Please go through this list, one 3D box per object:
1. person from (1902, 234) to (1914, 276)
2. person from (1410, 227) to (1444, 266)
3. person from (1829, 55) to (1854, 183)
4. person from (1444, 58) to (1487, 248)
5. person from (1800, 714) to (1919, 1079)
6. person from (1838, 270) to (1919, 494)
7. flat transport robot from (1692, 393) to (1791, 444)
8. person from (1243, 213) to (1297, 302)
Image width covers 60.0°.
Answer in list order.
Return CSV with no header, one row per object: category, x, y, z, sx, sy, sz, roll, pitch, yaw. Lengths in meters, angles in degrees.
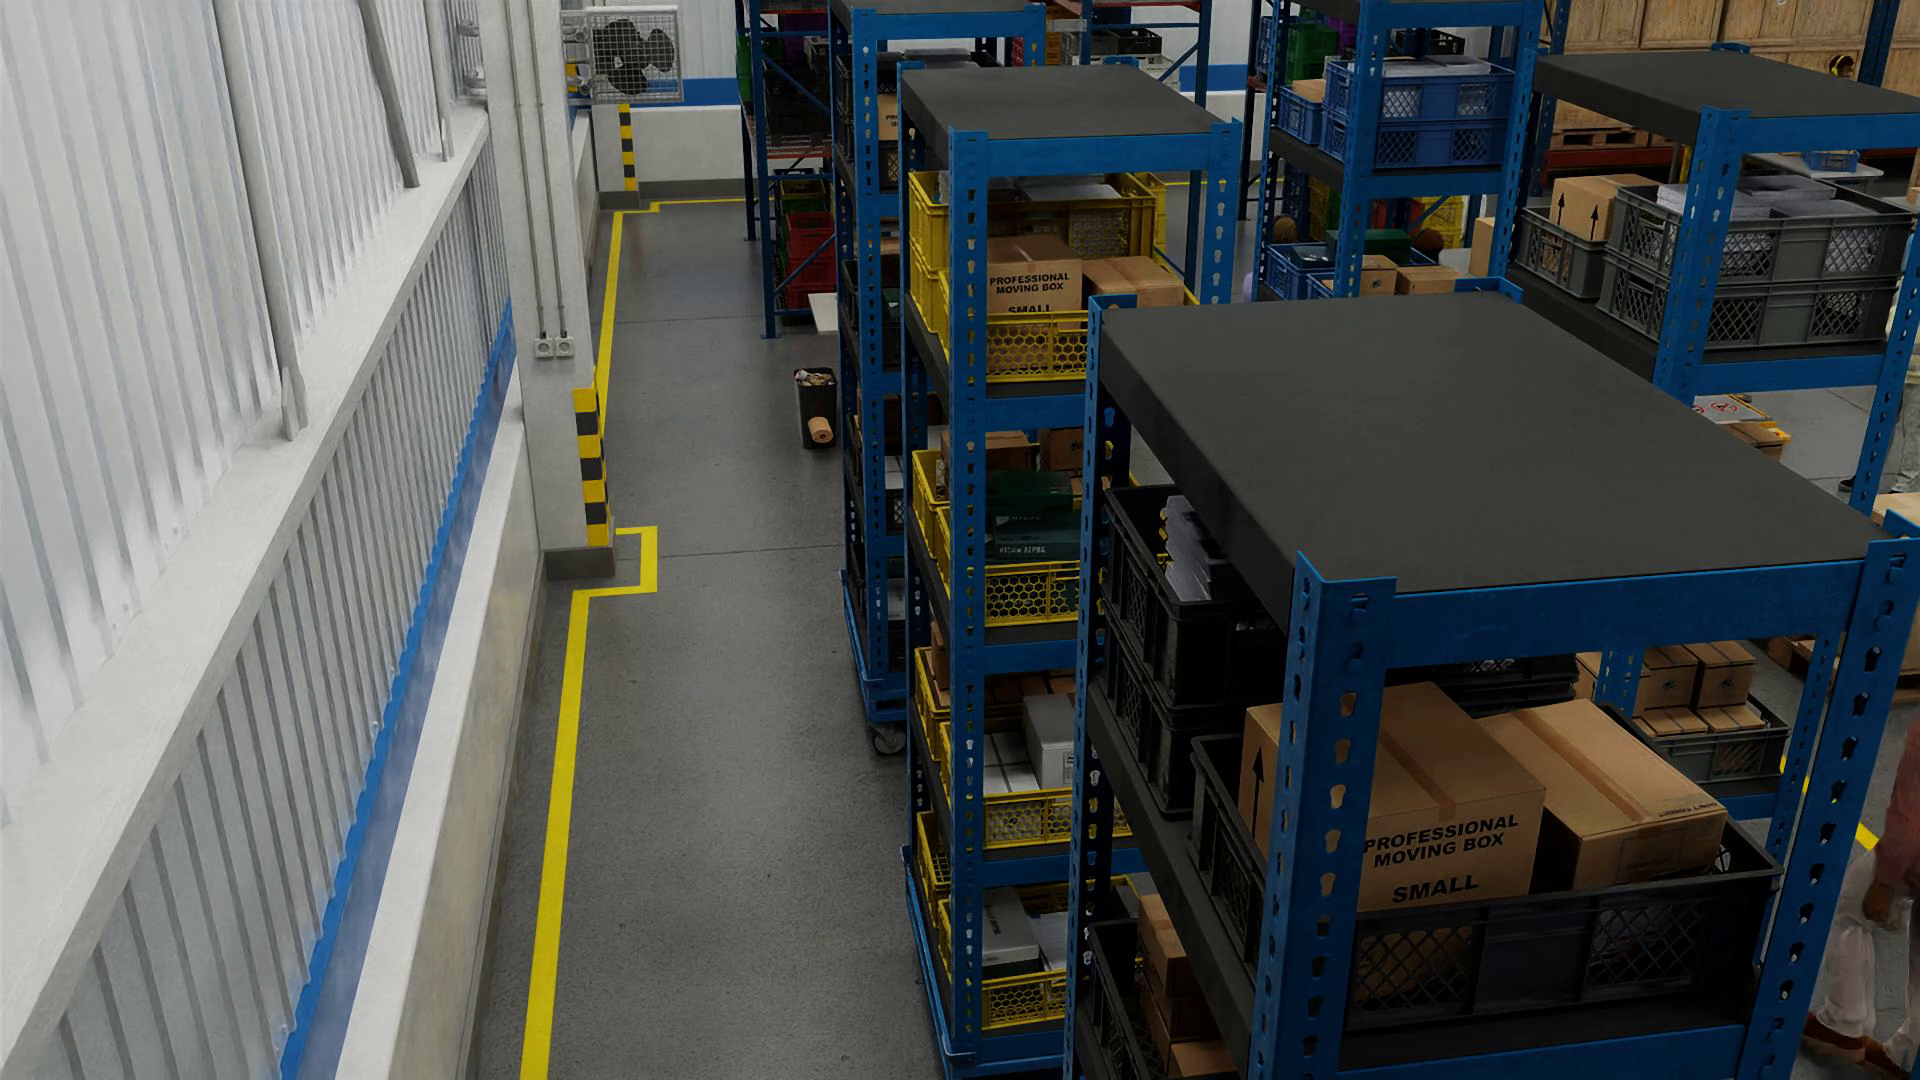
person,7.242,-1.759,12.393,0.533,1.697,0.322,7,26,16
person,2.930,-1.140,10.882,0.430,1.840,0.624,18,30,34
person,9.060,-4.197,17.564,0.483,1.814,0.963,-17,30,-33
person,5.185,-3.919,16.865,0.572,1.887,0.354,-9,26,-20
person,3.384,1.060,5.931,0.628,1.972,0.653,-9,26,-18
person,6.177,-1.107,10.816,0.404,1.830,0.600,-8,26,-17
flat transport robot,5.224,-0.859,12.132,1.431,0.197,0.652,-4,25,-8
person,2.020,-1.156,10.803,0.636,1.935,0.363,-19,31,-35
